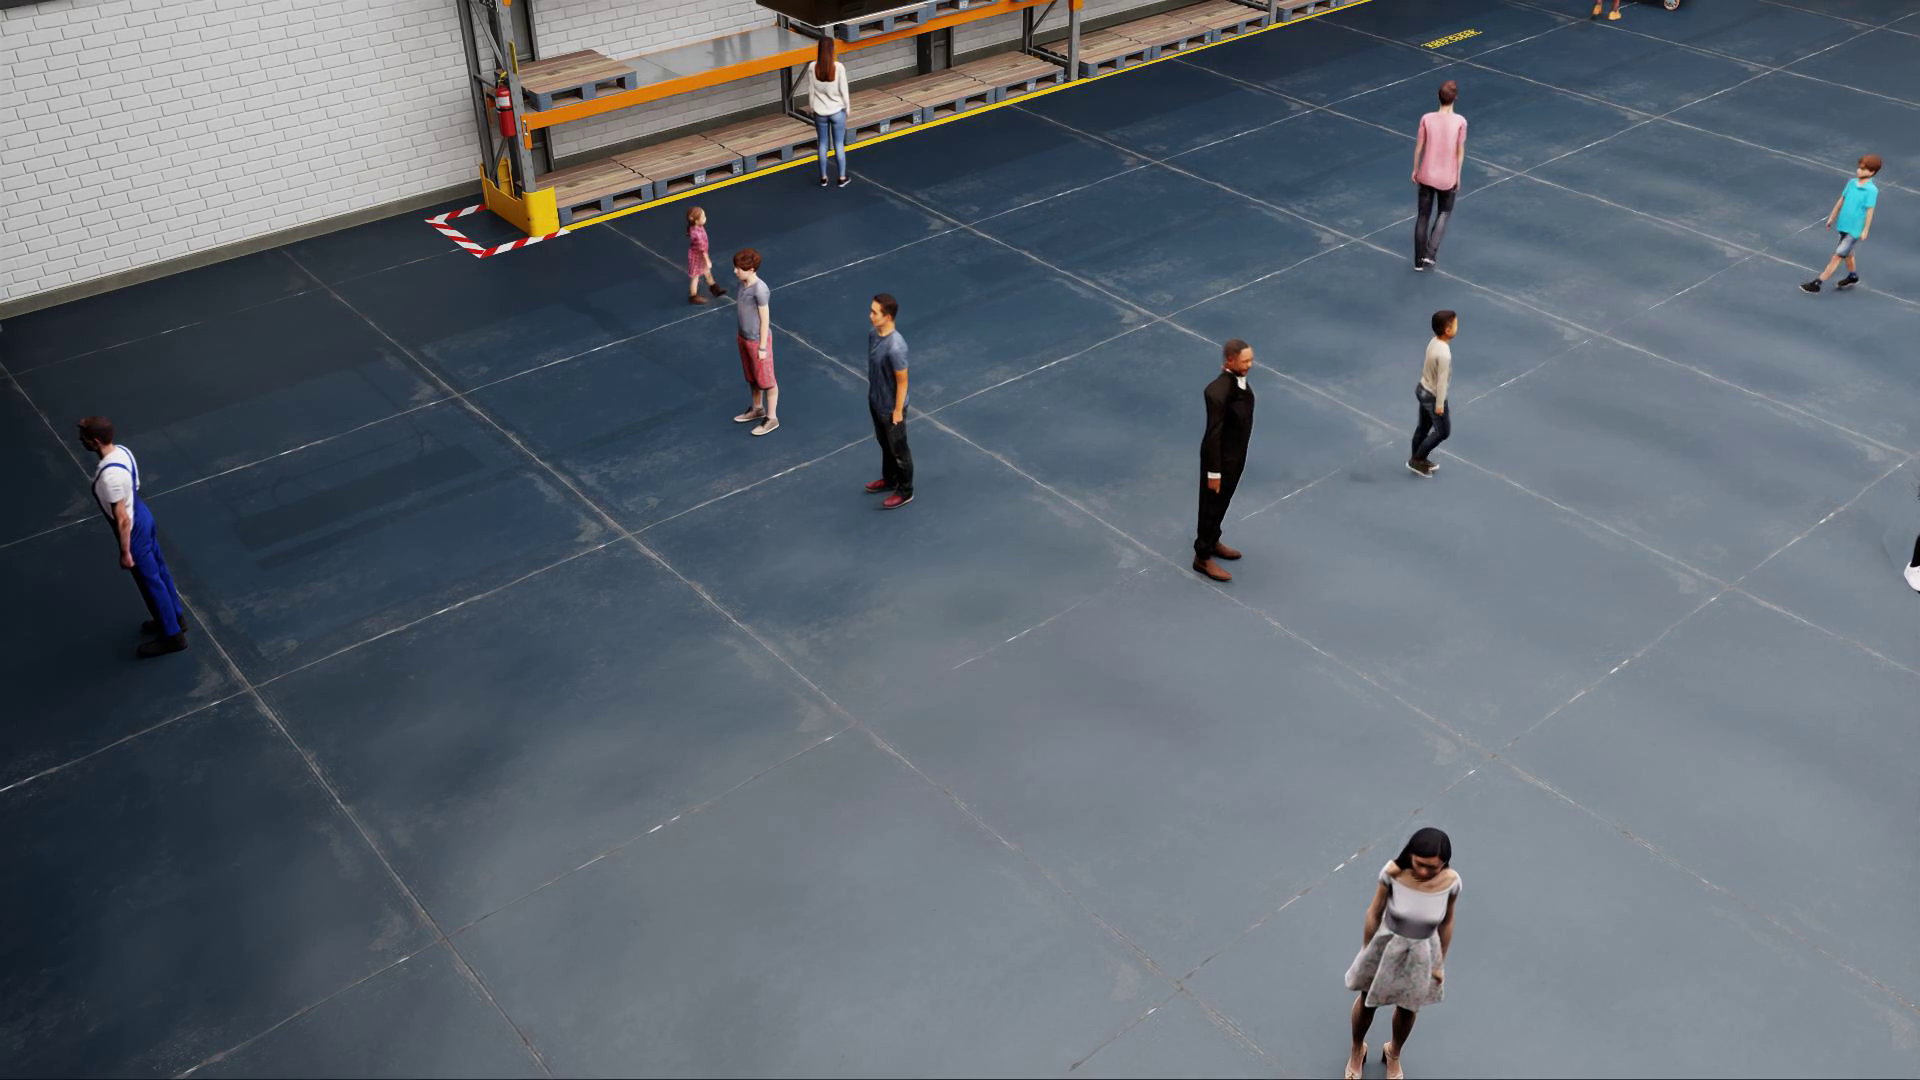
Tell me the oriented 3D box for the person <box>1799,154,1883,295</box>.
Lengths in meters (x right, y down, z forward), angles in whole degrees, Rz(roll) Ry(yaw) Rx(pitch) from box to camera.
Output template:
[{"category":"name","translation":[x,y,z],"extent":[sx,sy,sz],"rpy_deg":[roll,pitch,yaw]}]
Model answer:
[{"category":"person","translation":[8.880,-3.112,16.463],"extent":[1.041,1.409,0.814],"rpy_deg":[-8,34,-11]}]

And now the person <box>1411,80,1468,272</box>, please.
[{"category":"person","translation":[4.777,-3.609,16.722],"extent":[0.775,1.950,0.796],"rpy_deg":[13,36,19]}]

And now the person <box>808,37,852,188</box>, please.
[{"category":"person","translation":[-1.475,-4.843,18.812],"extent":[0.709,1.691,0.752],"rpy_deg":[5,34,8]}]

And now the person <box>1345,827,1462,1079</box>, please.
[{"category":"person","translation":[2.205,2.088,8.309],"extent":[0.776,1.776,0.827],"rpy_deg":[6,34,8]}]

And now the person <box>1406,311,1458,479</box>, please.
[{"category":"person","translation":[3.783,-1.174,13.502],"extent":[0.714,1.459,0.674],"rpy_deg":[-1,34,-2]}]

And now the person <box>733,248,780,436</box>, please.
[{"category":"person","translation":[-1.734,-1.709,14.133],"extent":[0.532,1.651,0.582],"rpy_deg":[-22,39,-29]}]

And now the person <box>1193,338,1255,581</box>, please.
[{"category":"person","translation":[1.937,-0.622,12.270],"extent":[0.836,1.904,0.707],"rpy_deg":[15,36,21]}]

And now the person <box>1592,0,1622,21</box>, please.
[{"category":"person","translation":[9.587,-8.471,24.243],"extent":[0.695,1.721,0.715],"rpy_deg":[22,40,30]}]

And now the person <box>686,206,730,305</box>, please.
[{"category":"person","translation":[-2.617,-2.783,16.330],"extent":[0.696,1.007,0.564],"rpy_deg":[-10,35,-15]}]

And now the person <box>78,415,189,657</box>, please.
[{"category":"person","translation":[-5.689,-0.052,11.459],"extent":[0.717,1.851,0.713],"rpy_deg":[-7,34,-11]}]

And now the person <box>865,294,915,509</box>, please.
[{"category":"person","translation":[-0.549,-1.101,13.077],"extent":[0.610,1.809,0.704],"rpy_deg":[-16,37,-23]}]
